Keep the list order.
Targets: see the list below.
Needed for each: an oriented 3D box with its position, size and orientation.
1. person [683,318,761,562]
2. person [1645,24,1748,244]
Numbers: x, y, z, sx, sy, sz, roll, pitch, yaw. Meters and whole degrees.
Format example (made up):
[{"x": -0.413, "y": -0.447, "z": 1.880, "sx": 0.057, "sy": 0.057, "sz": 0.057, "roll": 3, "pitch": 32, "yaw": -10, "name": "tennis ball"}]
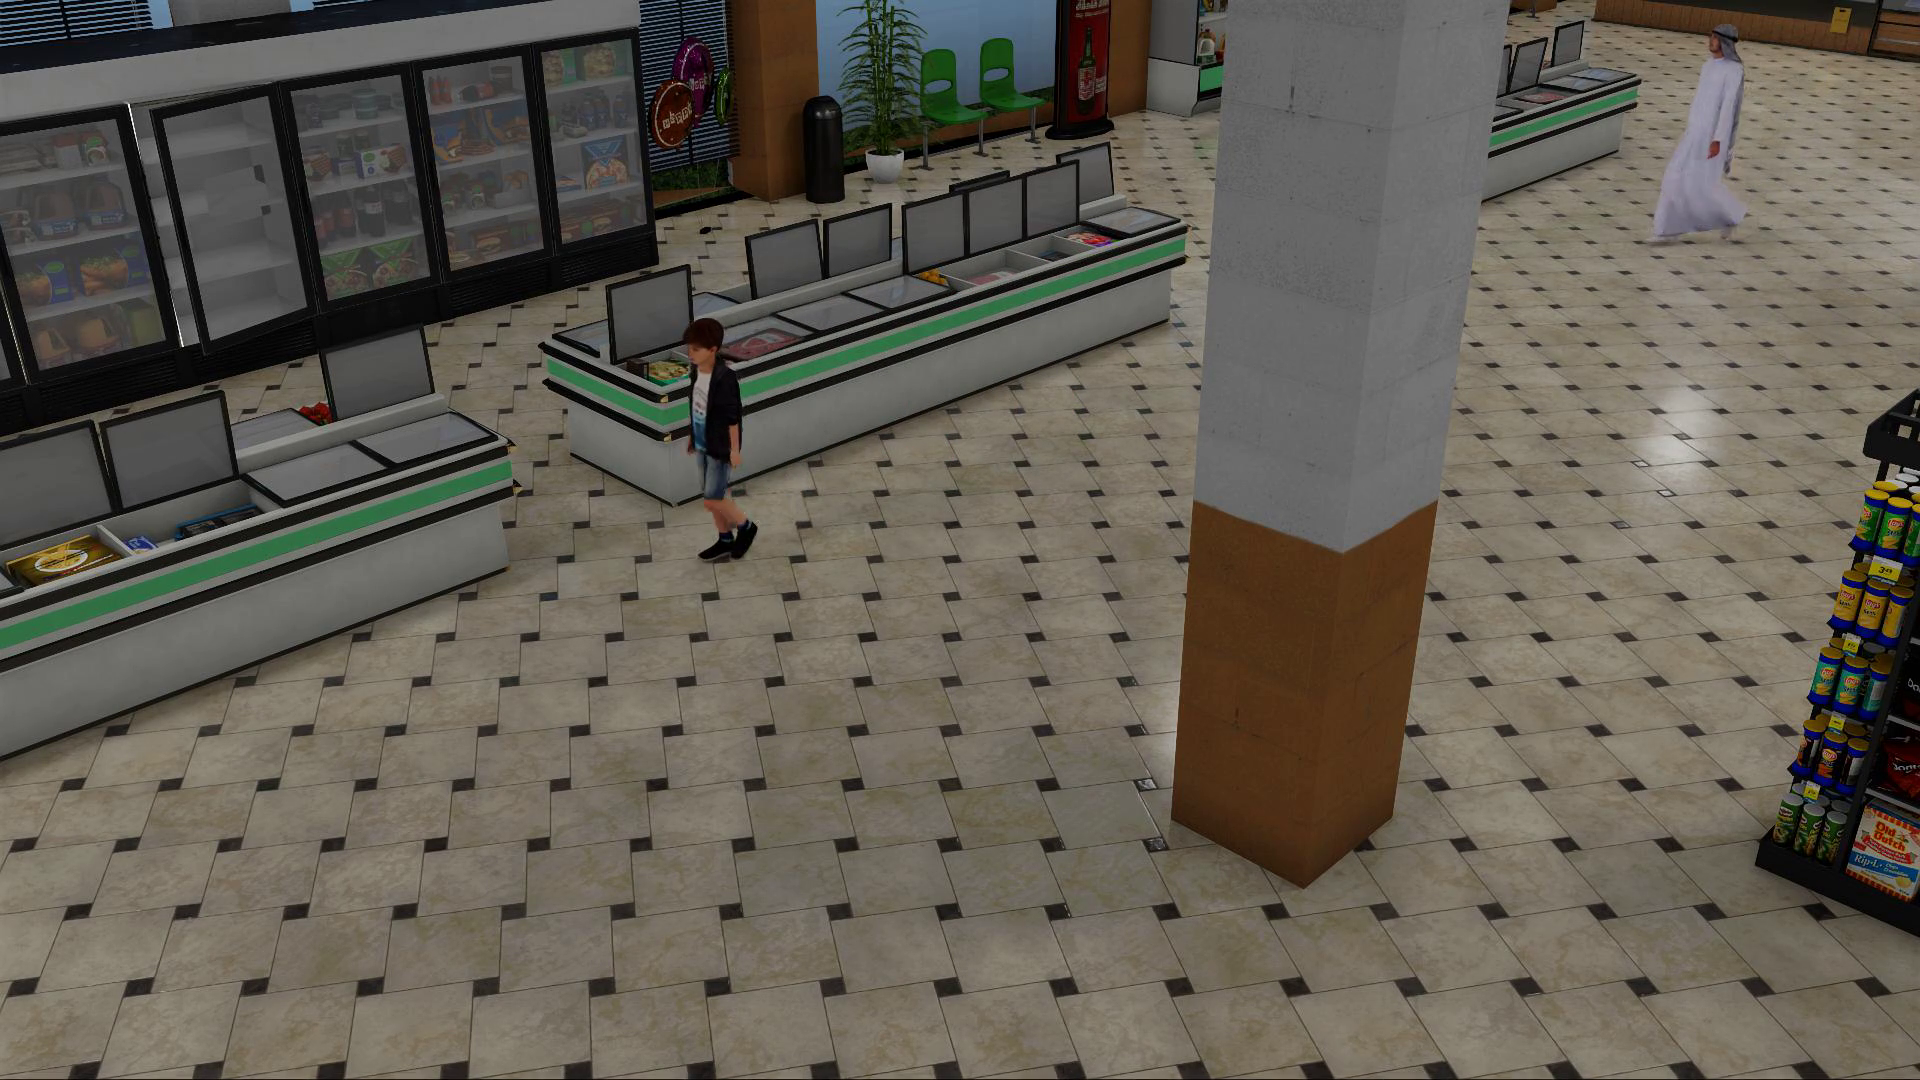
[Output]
[{"x": -1.306, "y": -0.556, "z": 9.237, "sx": 0.598, "sy": 1.437, "sz": 0.564, "roll": -20, "pitch": 33, "yaw": -34, "name": "person"}, {"x": 6.620, "y": -3.512, "z": 14.553, "sx": 1.230, "sy": 1.901, "sz": 1.041, "roll": -6, "pitch": 28, "yaw": -12, "name": "person"}]
